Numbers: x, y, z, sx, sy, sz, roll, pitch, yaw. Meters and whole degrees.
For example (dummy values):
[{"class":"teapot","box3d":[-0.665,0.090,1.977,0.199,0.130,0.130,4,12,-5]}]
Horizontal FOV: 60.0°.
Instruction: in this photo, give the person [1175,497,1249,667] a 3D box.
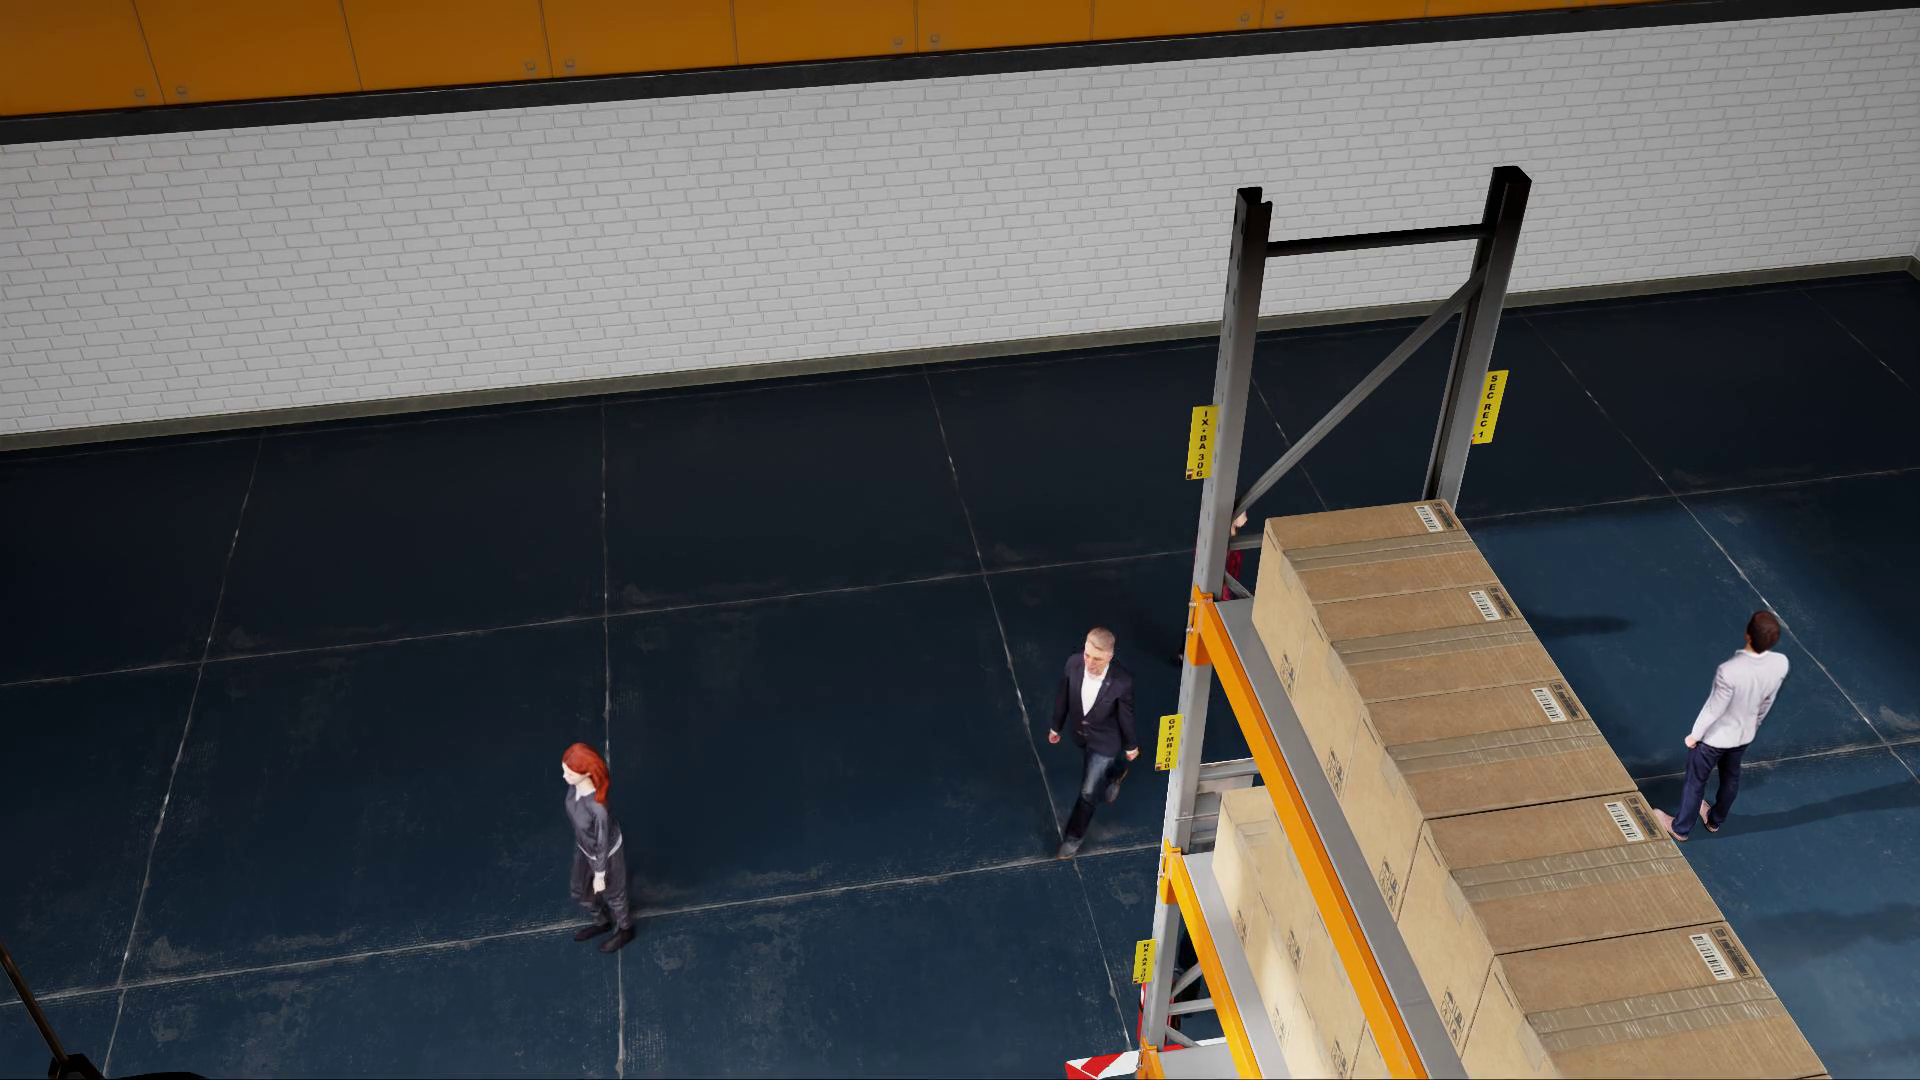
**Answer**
[{"class":"person","box3d":[1.754,0.345,11.960,0.902,1.632,0.949,10,40,12]}]

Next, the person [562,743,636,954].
[{"class":"person","box3d":[-2.104,1.827,9.993,0.781,1.771,0.675,-22,44,-26]}]

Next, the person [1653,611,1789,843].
[{"class":"person","box3d":[4.930,1.210,10.703,0.701,1.850,0.586,-10,40,-13]}]

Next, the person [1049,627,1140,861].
[{"class":"person","box3d":[0.930,1.191,10.774,1.178,1.791,1.211,24,45,27]}]
